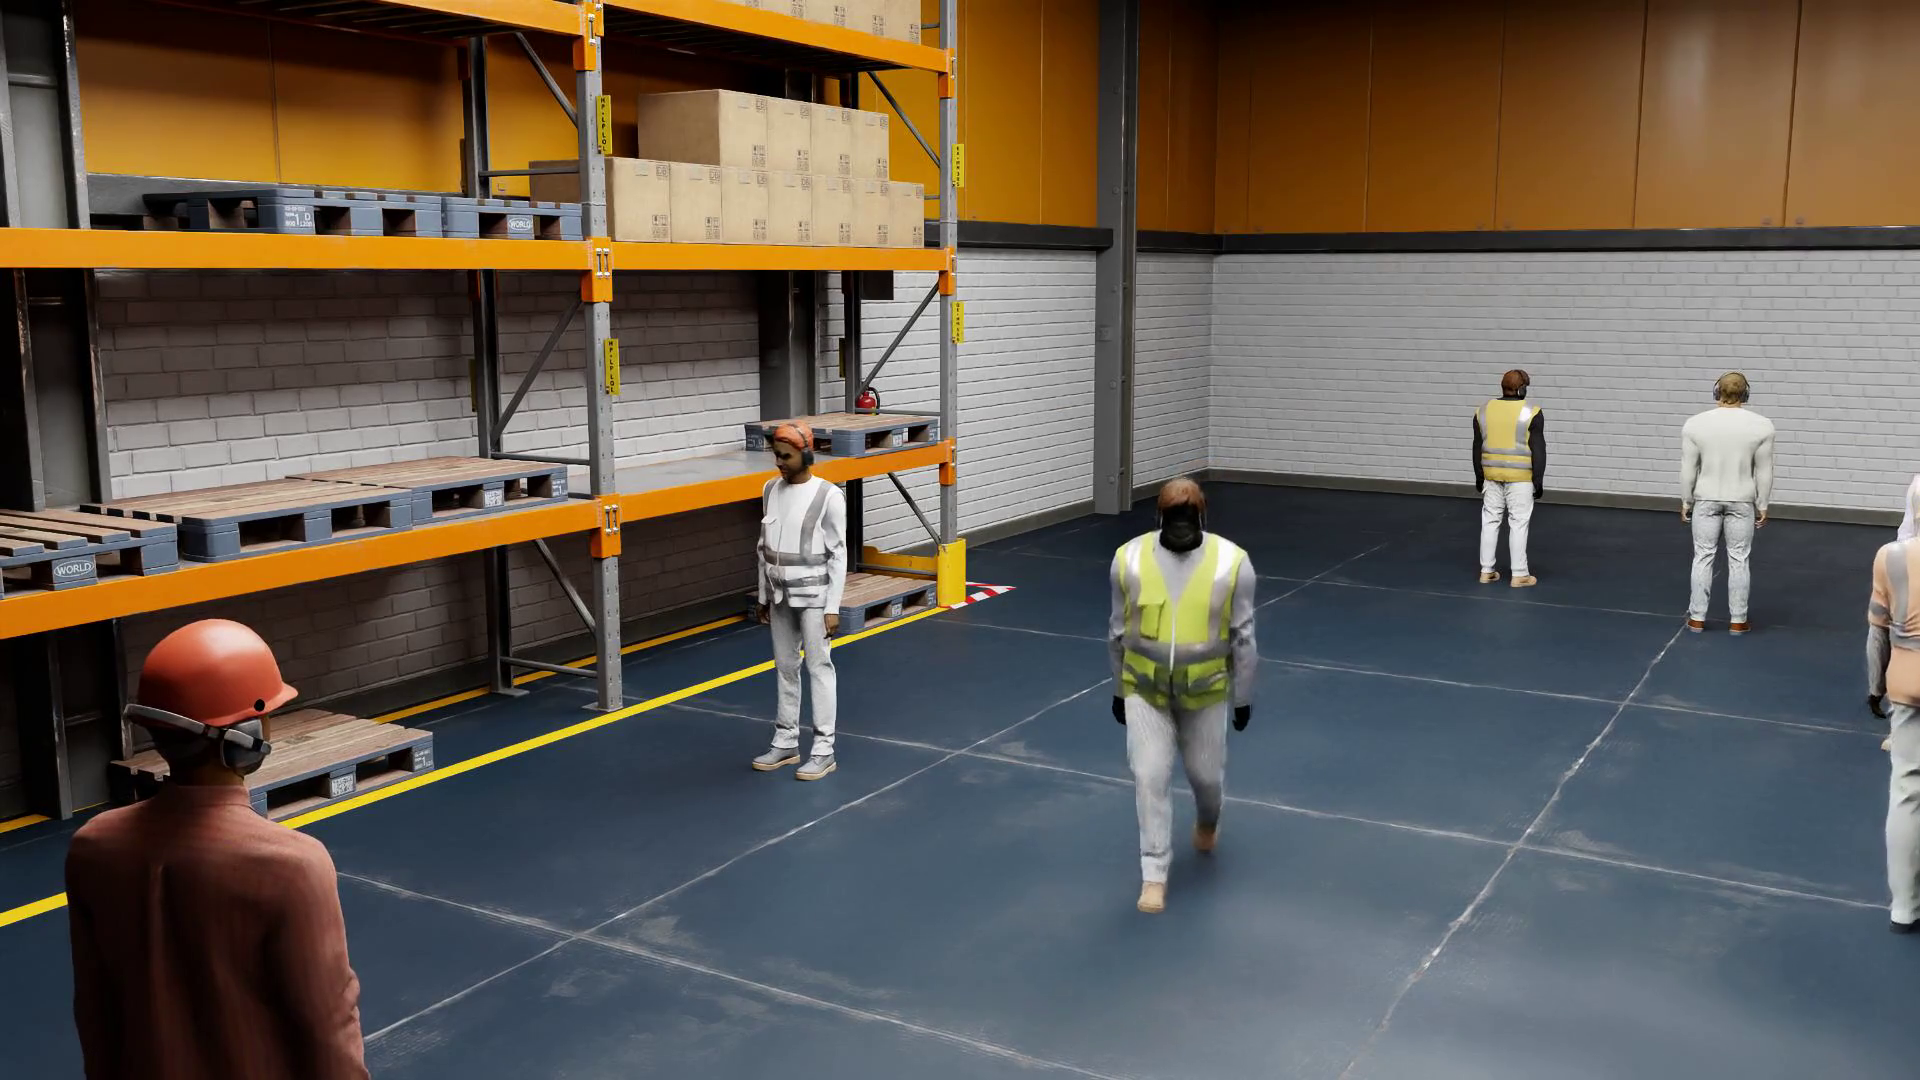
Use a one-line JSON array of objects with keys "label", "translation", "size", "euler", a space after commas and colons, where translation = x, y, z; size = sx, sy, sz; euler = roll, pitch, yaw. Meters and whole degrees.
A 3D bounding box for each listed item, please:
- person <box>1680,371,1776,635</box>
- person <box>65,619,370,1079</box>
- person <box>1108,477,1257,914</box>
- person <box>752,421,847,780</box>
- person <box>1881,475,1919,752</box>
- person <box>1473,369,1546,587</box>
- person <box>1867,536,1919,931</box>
[{"label": "person", "translation": [5.607, -0.266, 12.200], "size": [0.632, 1.940, 0.368], "euler": [4, 10, 25]}, {"label": "person", "translation": [-1.412, 1.139, 3.254], "size": [0.611, 1.996, 0.379], "euler": [3, 9, 16]}, {"label": "person", "translation": [0.947, 0.614, 7.113], "size": [0.634, 1.819, 0.745], "euler": [2, 9, 13]}, {"label": "person", "translation": [-0.850, 0.313, 8.750], "size": [0.573, 1.887, 0.355], "euler": [7, 11, 37]}, {"label": "person", "translation": [5.382, 0.293, 9.028], "size": [0.429, 1.839, 0.621], "euler": [-8, 12, -40]}, {"label": "person", "translation": [4.674, -0.527, 14.132], "size": [0.636, 1.842, 0.429], "euler": [9, 13, 44]}, {"label": "person", "translation": [4.029, 0.611, 6.810], "size": [0.584, 1.902, 0.784], "euler": [7, 12, 38]}]
